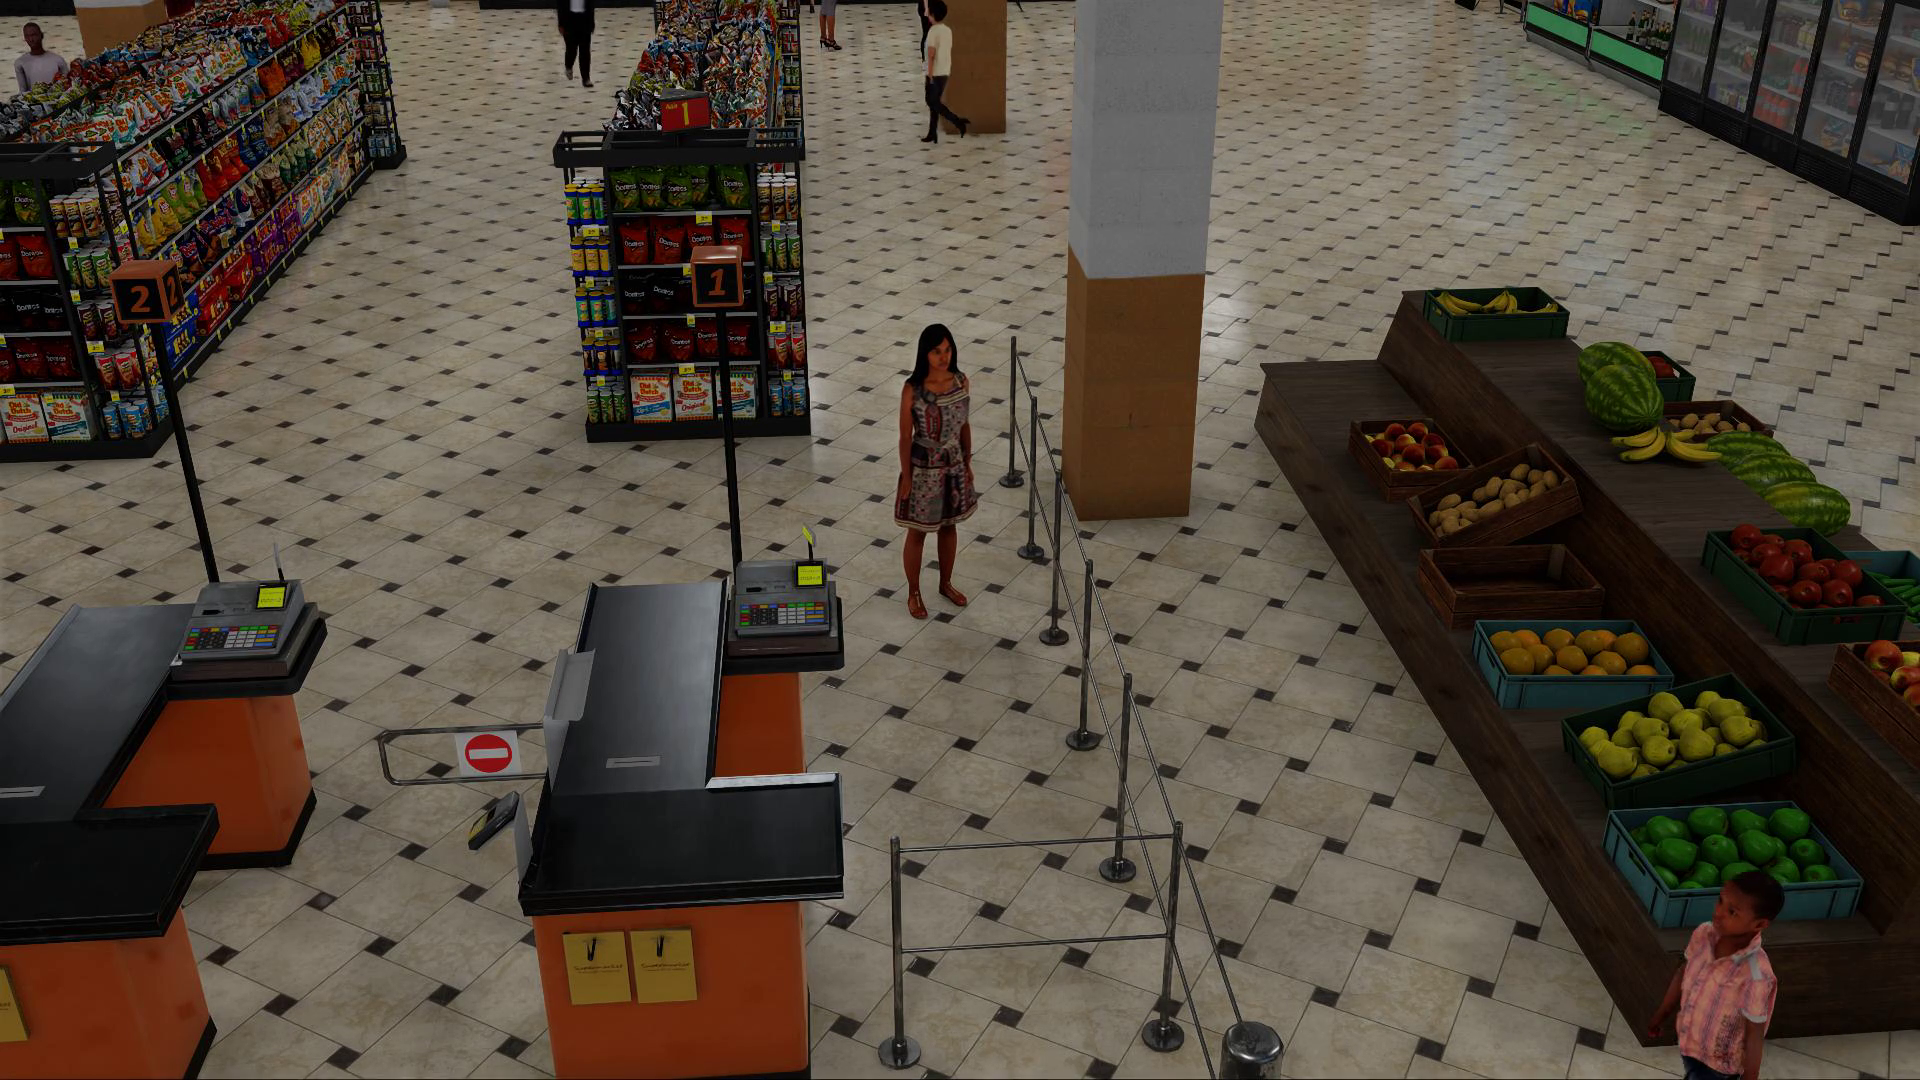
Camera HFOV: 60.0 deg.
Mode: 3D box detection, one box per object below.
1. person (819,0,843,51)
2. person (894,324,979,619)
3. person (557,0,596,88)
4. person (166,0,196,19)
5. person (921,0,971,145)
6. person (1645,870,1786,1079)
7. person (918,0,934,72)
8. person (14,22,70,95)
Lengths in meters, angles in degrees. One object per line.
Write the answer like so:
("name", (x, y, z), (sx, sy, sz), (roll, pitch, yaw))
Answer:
("person", (-1.883, -7.906, 23.656), (0.719, 1.781, 0.596), (-15, 31, -27))
("person", (-0.128, -0.385, 8.975), (0.723, 1.645, 0.684), (-15, 30, -26))
("person", (-4.961, -6.647, 21.373), (0.826, 1.600, 0.907), (-15, 31, -27))
("person", (-10.129, -6.871, 21.702), (0.738, 1.702, 0.606), (12, 29, 22))
("person", (-0.188, -5.161, 18.474), (0.938, 1.571, 0.925), (15, 31, 27))
("person", (2.510, 1.625, 5.403), (0.606, 1.292, 0.690), (-4, 27, -7))
("person", (-0.389, -7.154, 22.330), (0.765, 1.638, 0.671), (11, 29, 21))
("person", (-8.859, -4.143, 16.247), (0.681, 1.771, 0.638), (-12, 29, -22))
